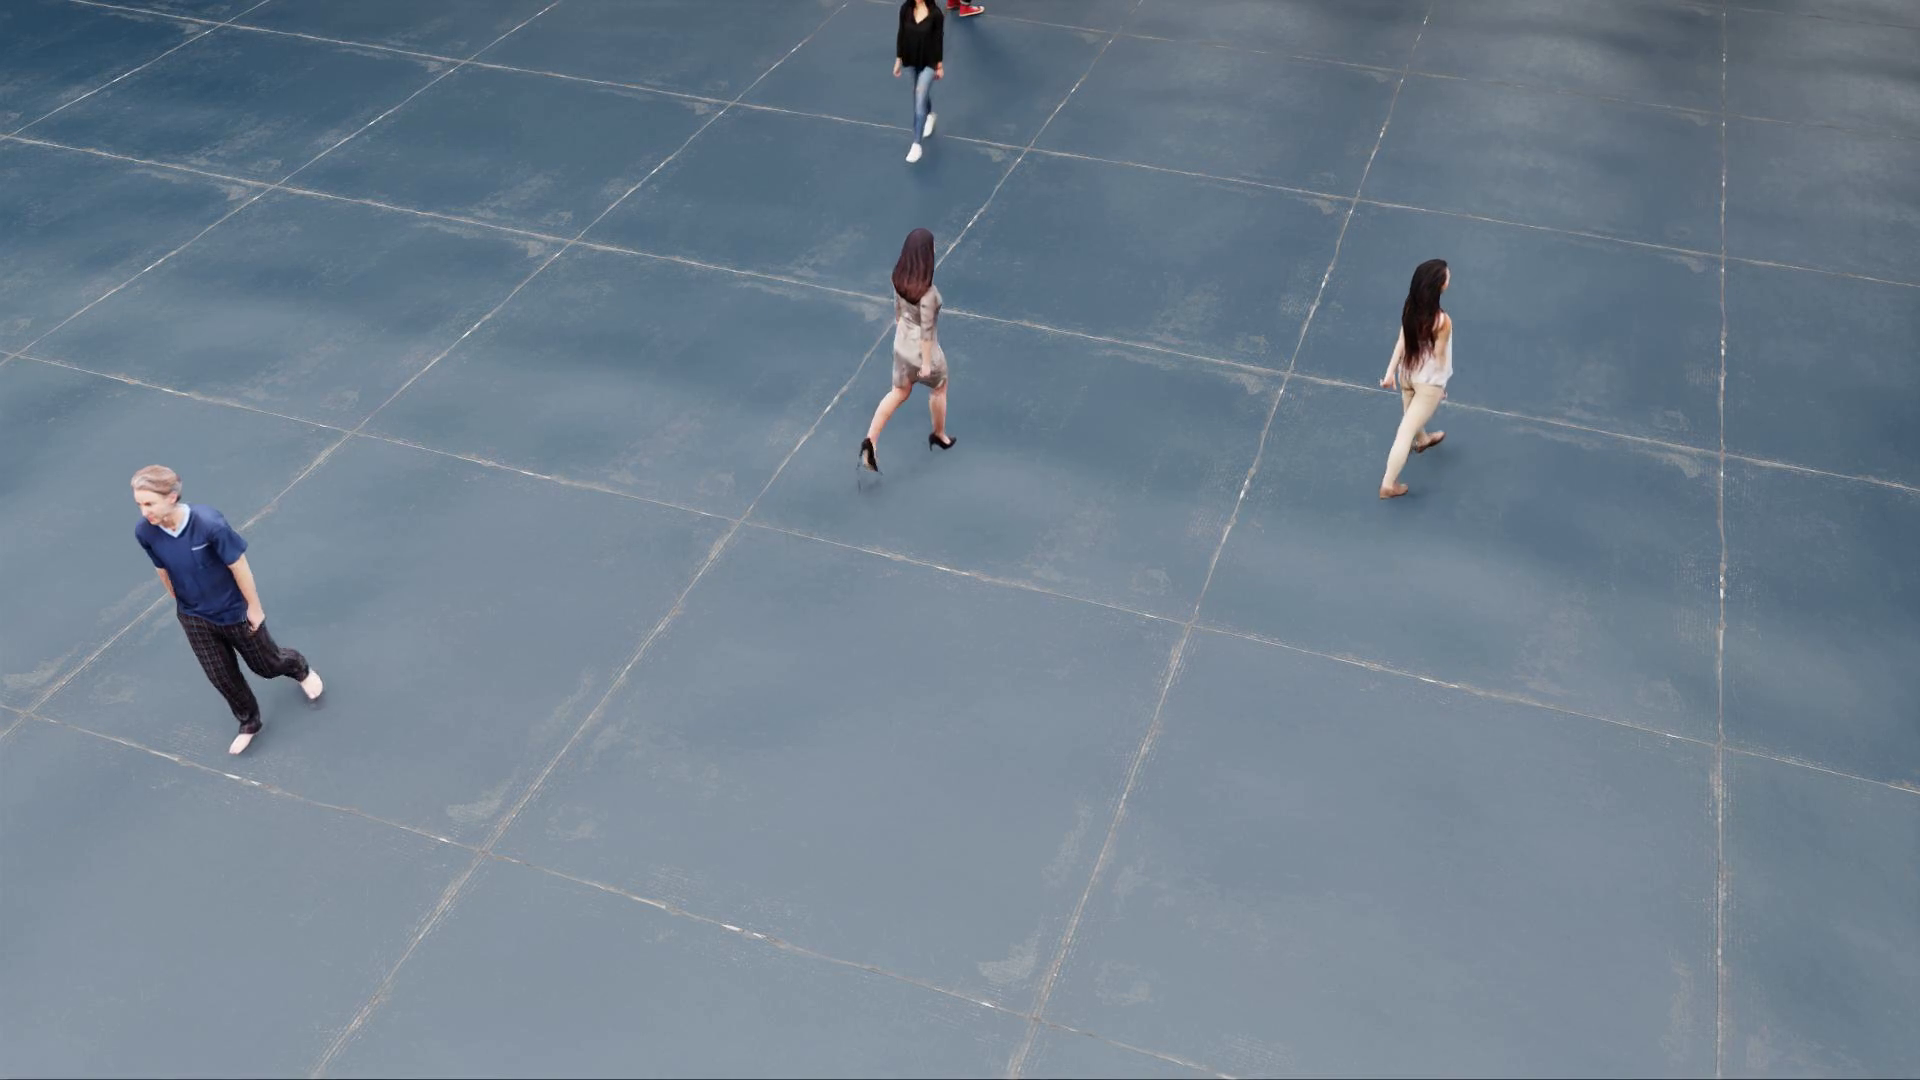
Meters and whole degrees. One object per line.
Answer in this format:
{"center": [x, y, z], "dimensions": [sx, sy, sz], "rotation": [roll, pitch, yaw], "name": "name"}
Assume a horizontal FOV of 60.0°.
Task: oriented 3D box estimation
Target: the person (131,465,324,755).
{"center": [-3.876, 0.313, 8.764], "dimensions": [0.836, 1.842, 0.979], "rotation": [-2, 38, -2], "name": "person"}

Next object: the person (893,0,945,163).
{"center": [-0.334, -4.273, 14.810], "dimensions": [0.580, 1.614, 1.084], "rotation": [14, 40, 17], "name": "person"}

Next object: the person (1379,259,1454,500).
{"center": [3.093, -1.070, 10.708], "dimensions": [1.074, 1.625, 0.938], "rotation": [-30, 47, -33], "name": "person"}

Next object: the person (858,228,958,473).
{"center": [-0.349, -1.174, 10.766], "dimensions": [1.156, 1.718, 0.936], "rotation": [-29, 46, -32], "name": "person"}

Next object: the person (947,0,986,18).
{"center": [0.048, -6.412, 17.430], "dimensions": [0.717, 1.756, 0.692], "rotation": [-21, 43, -25], "name": "person"}
